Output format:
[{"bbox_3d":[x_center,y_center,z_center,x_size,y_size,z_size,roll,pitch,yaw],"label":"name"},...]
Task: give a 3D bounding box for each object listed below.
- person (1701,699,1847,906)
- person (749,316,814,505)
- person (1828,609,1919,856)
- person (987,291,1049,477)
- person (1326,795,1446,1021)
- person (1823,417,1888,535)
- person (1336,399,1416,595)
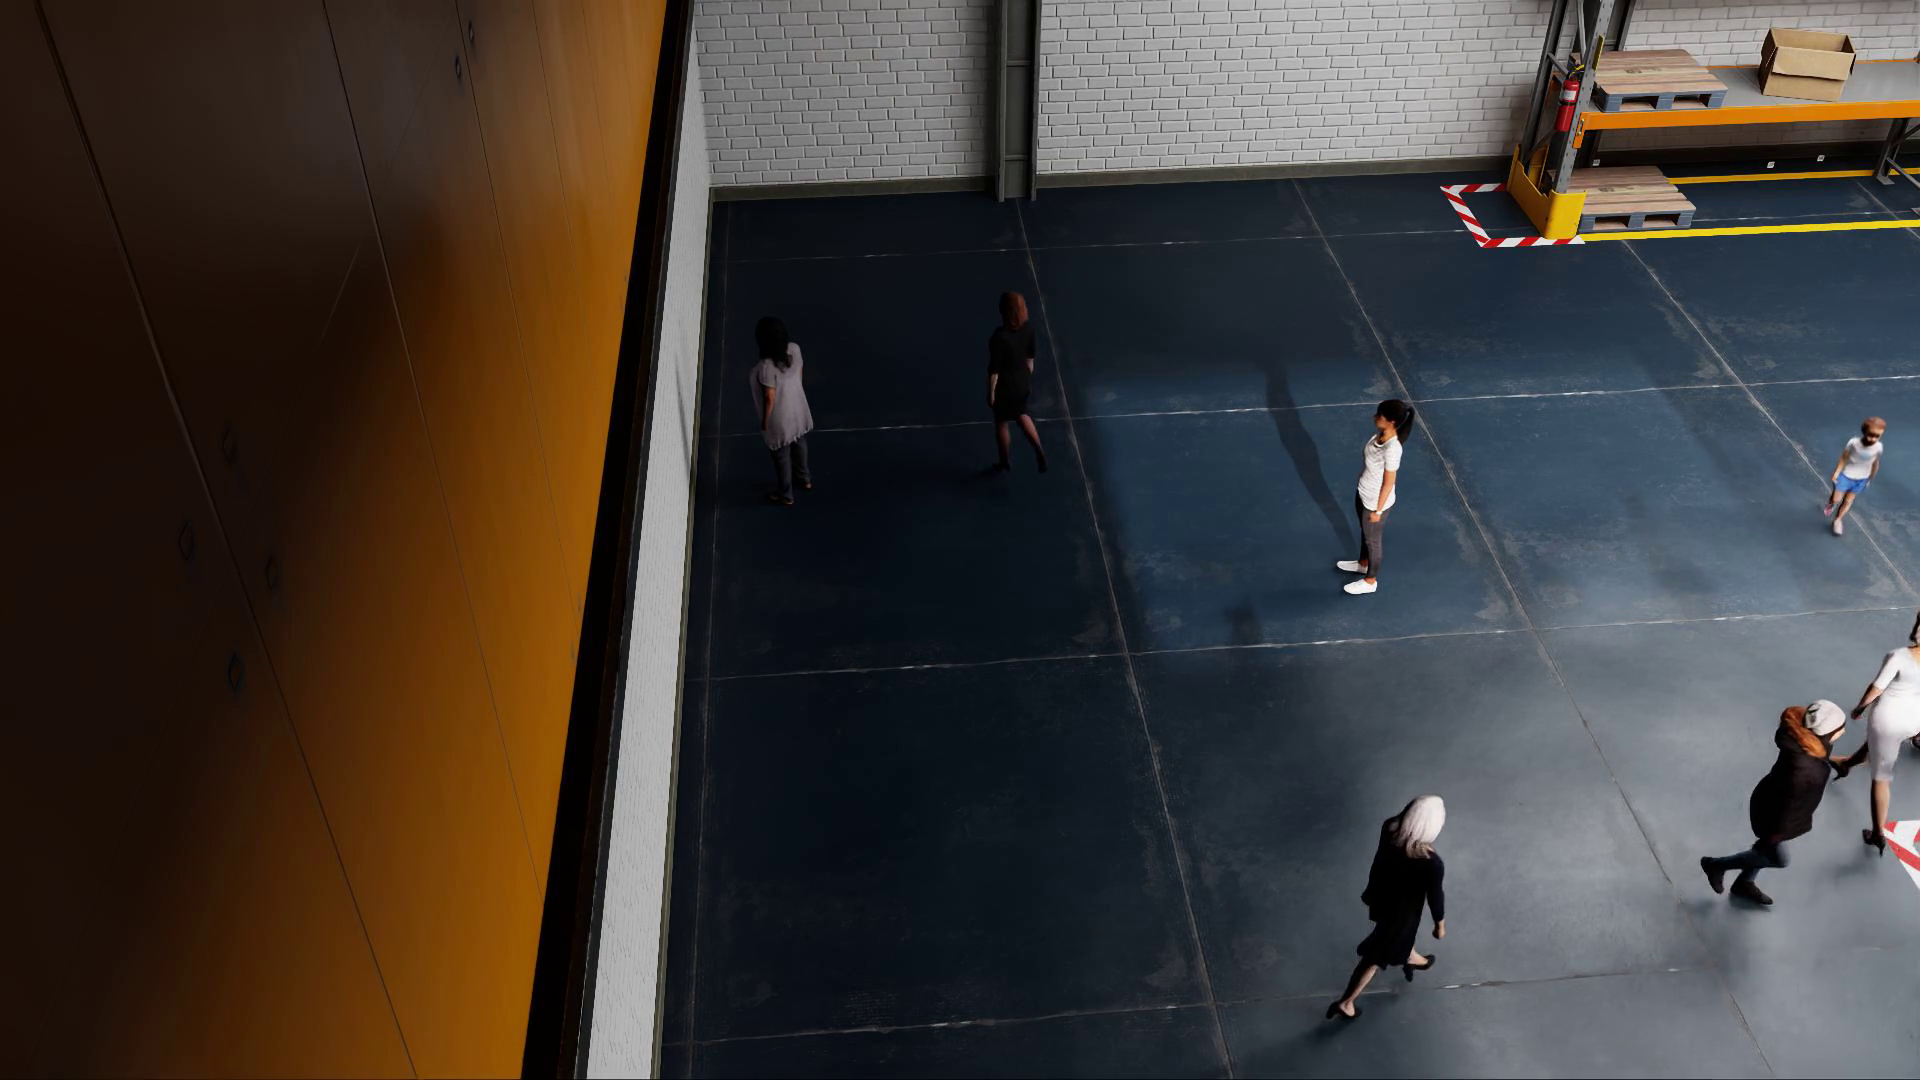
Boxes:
[{"bbox_3d":[4.737,1.538,9.746,0.864,1.624,0.806,19,42,22],"label":"person"},{"bbox_3d":[-1.382,-1.023,12.966,0.828,1.609,0.774,22,43,25],"label":"person"},{"bbox_3d":[5.733,1.177,10.144,1.008,1.693,0.619,-3,39,-4],"label":"person"},{"bbox_3d":[0.467,-1.159,13.071,0.856,1.690,0.891,-30,47,-32],"label":"person"},{"bbox_3d":[2.302,2.047,9.035,1.108,1.716,0.863,-17,42,-20],"label":"person"},{"bbox_3d":[6.899,-0.538,12.833,0.557,1.017,0.598,13,40,16],"label":"person"},{"bbox_3d":[3.022,-0.331,12.069,0.553,1.647,0.589,1,39,1],"label":"person"}]
